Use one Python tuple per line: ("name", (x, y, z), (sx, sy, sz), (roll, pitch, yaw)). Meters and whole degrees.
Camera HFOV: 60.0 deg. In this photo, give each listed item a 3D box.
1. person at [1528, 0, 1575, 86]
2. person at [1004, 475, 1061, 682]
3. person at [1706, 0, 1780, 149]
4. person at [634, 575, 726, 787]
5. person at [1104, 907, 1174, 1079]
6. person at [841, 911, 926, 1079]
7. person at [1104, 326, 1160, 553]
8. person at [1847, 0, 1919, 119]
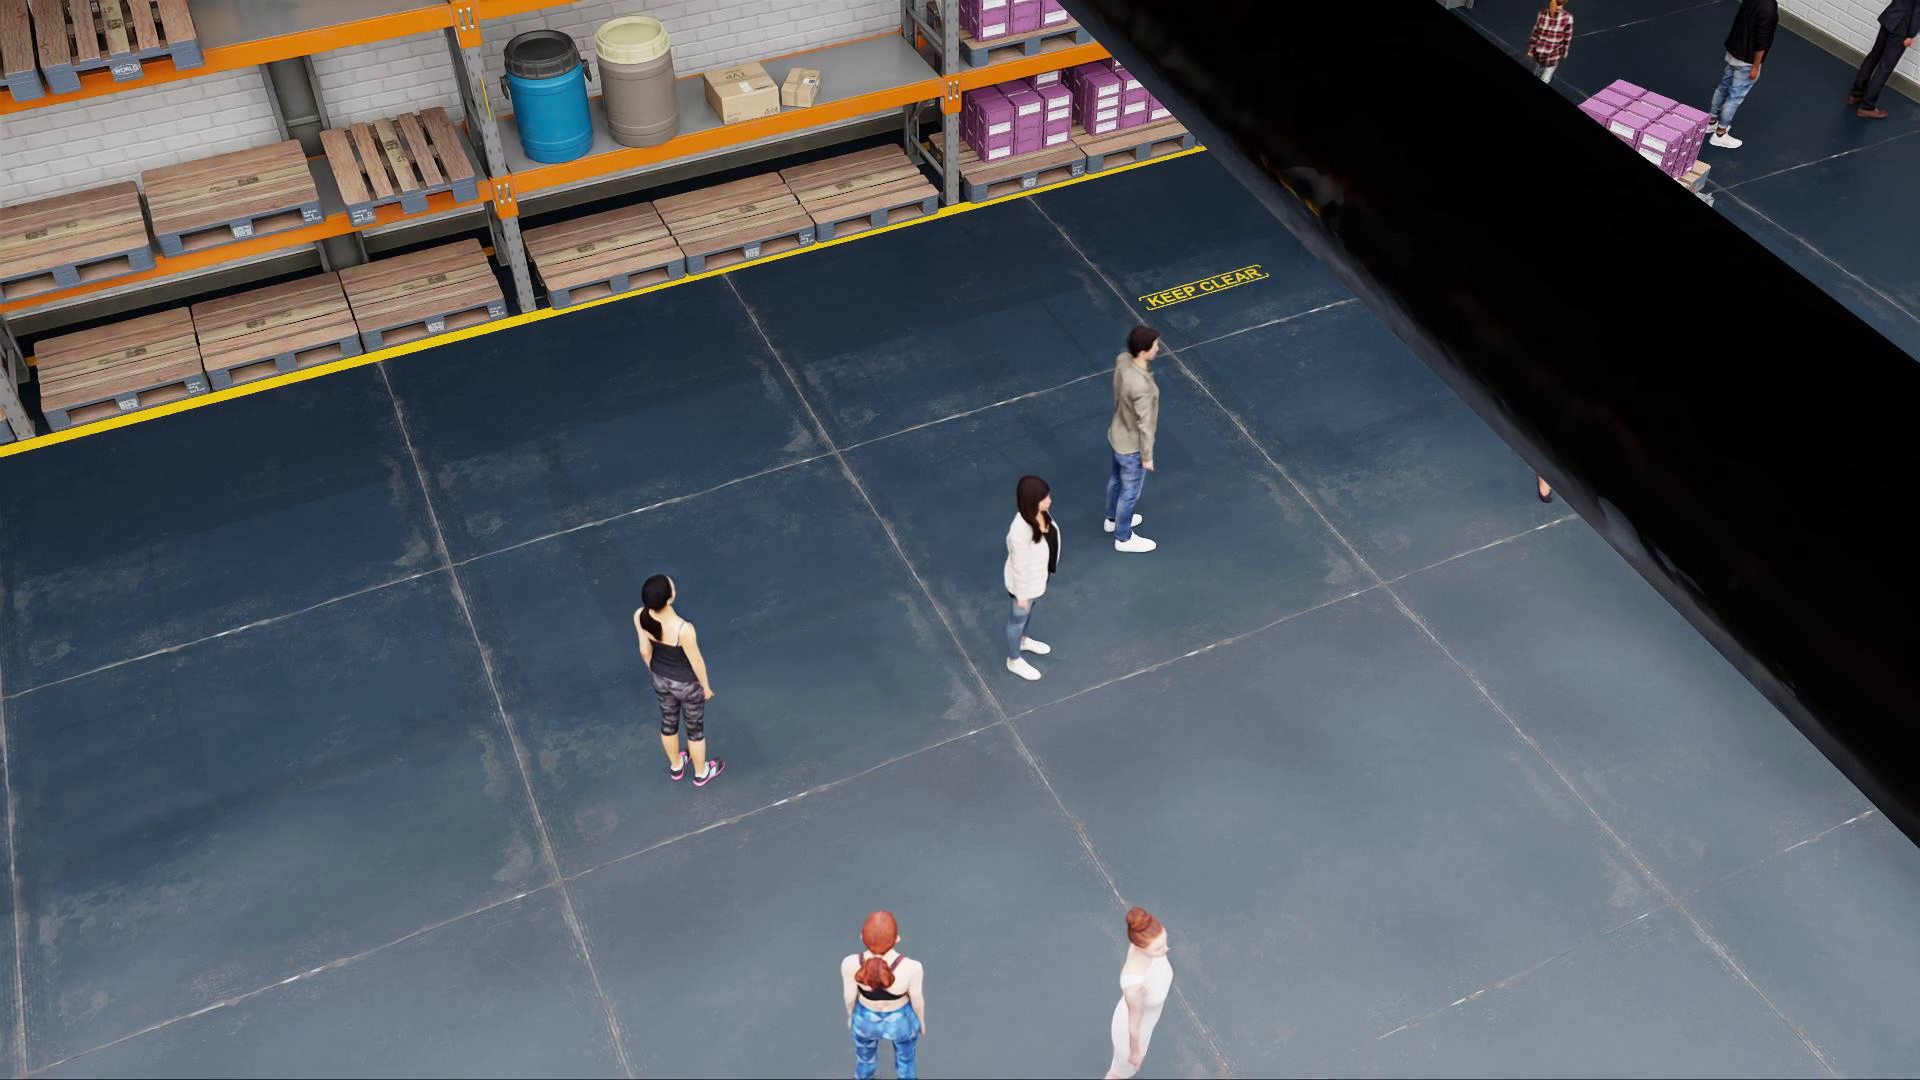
("person", (5.751, -4.777, 16.285), (0.785, 1.288, 0.968), (27, 50, 26))
("person", (0.436, 0.210, 10.797), (0.757, 1.638, 0.696), (14, 45, 14))
("person", (7.434, -4.628, 15.745), (0.759, 1.818, 0.780), (0, 44, 0))
("person", (-1.721, 0.853, 10.056), (0.664, 1.729, 0.718), (16, 46, 16))
("person", (0.875, 2.419, 8.366), (0.678, 1.792, 0.618), (14, 45, 15))
("person", (-0.375, 2.439, 8.352), (0.613, 1.782, 0.701), (4, 44, 4))
("person", (1.181, -0.704, 11.589), (0.661, 1.869, 0.748), (-9, 44, -10))
("person", (9.131, -5.019, 16.121), (0.702, 1.866, 0.706), (-3, 44, -4))
